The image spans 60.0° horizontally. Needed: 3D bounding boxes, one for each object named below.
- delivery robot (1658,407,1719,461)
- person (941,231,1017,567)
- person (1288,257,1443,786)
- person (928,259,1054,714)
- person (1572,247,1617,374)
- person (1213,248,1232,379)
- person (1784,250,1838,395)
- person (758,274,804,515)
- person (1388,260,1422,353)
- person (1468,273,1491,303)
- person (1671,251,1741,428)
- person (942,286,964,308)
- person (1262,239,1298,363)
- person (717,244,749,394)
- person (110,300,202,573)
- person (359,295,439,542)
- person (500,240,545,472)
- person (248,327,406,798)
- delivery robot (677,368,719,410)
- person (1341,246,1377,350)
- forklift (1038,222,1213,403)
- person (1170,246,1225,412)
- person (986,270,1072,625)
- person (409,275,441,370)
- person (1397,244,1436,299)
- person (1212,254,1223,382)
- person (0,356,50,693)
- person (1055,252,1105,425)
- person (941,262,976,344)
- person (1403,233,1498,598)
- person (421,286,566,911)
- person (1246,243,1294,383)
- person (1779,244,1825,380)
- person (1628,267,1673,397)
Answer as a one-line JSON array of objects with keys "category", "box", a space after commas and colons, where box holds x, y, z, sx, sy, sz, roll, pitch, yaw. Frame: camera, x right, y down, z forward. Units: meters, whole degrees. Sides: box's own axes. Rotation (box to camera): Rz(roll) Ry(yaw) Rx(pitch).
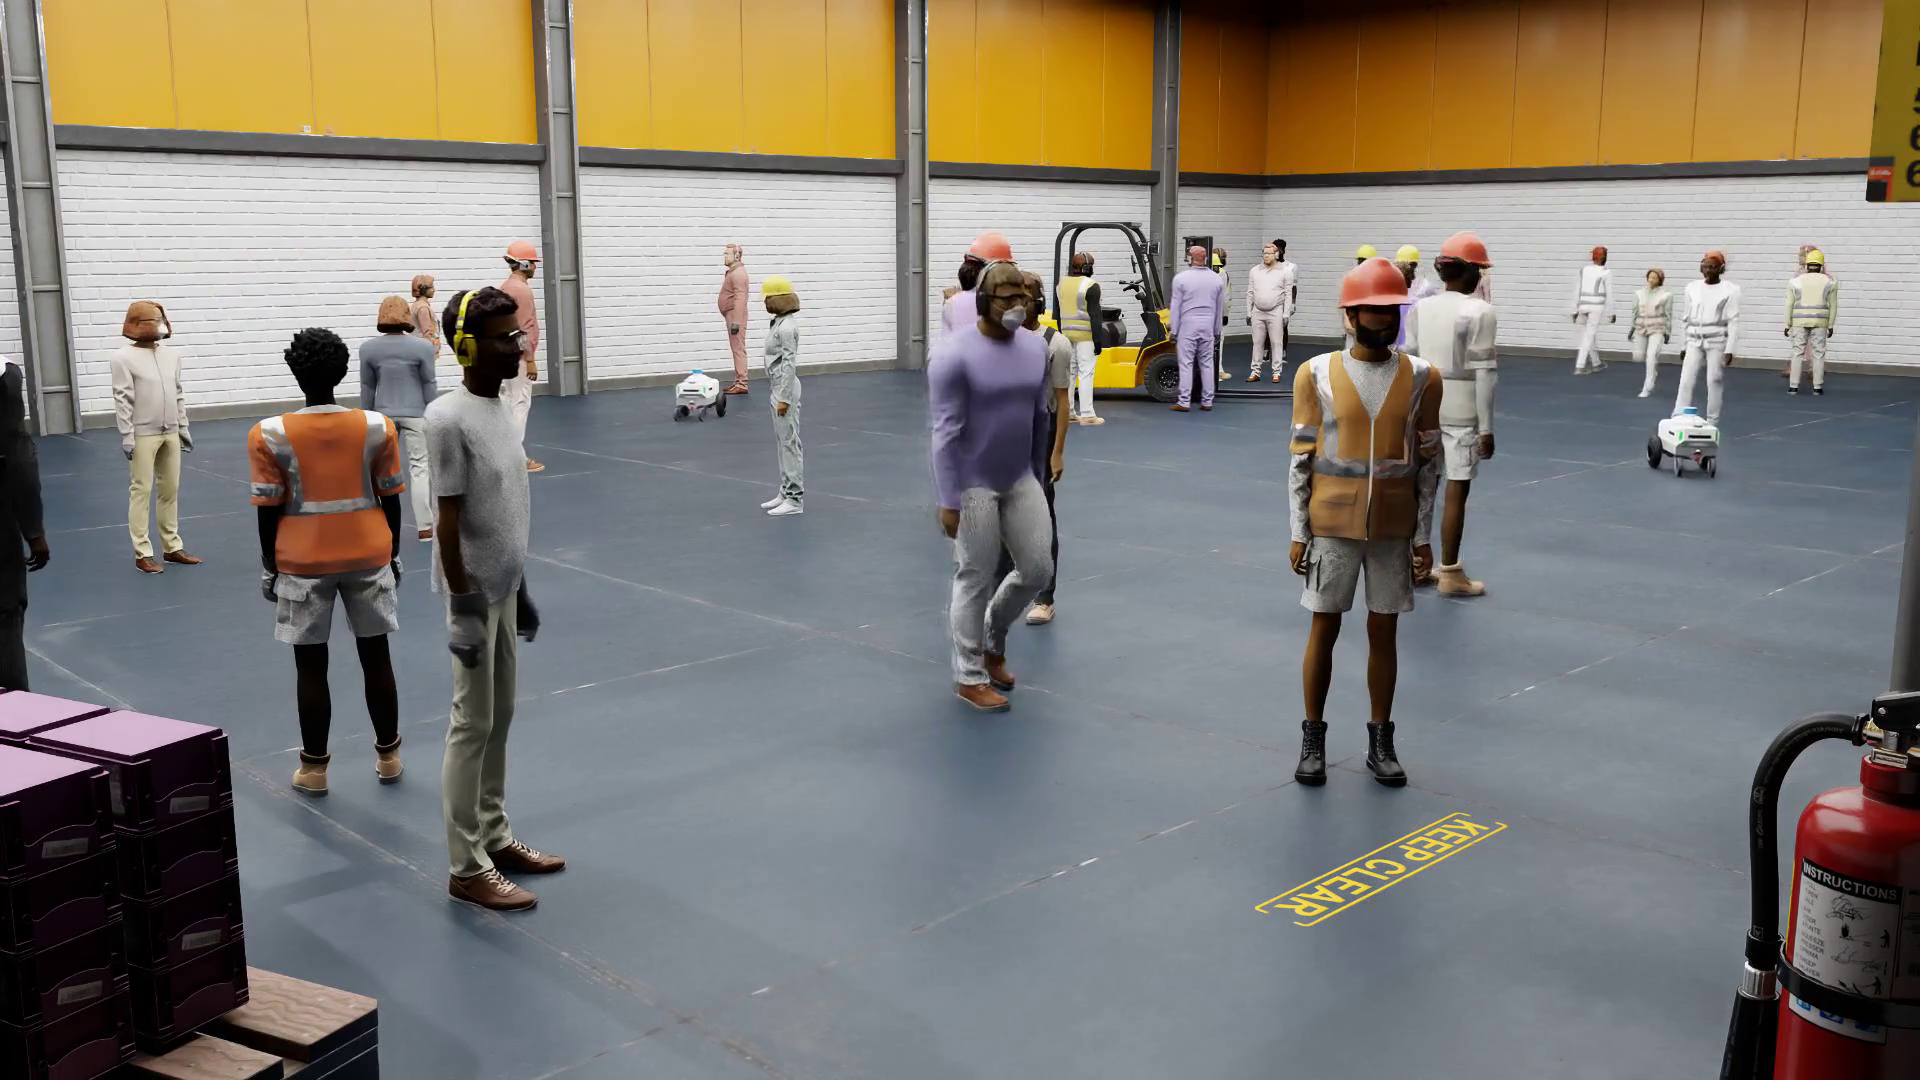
[{"category": "delivery robot", "box": [6.228, -0.895, 14.222, 0.477, 0.478, 0.707, 2, 11, 9]}, {"category": "person", "box": [0.165, -0.829, 10.075, 0.400, 2.037, 0.610, -10, 14, -43]}, {"category": "person", "box": [1.480, -0.055, 6.115, 0.546, 1.942, 0.346, 1, 10, 4]}, {"category": "person", "box": [0.145, -0.216, 7.042, 0.641, 1.921, 0.427, -8, 13, -37]}, {"category": "person", "box": [9.355, -3.354, 24.372, 0.927, 1.836, 0.600, -6, 12, -29]}, {"category": "person", "box": [3.630, -3.207, 23.578, 0.429, 1.840, 0.636, -4, 11, -23]}, {"category": "person", "box": [10.784, -2.751, 21.111, 0.592, 1.834, 0.404, 5, 12, 25]}, {"category": "person", "box": [-1.305, -1.057, 12.122, 0.299, 1.743, 0.486, -3, 11, -13]}, {"category": "person", "box": [3.381, -1.251, 12.978, 0.578, 1.821, 0.698, -5, 12, -25]}, {"category": "person", "box": [7.798, -3.483, 25.280, 0.531, 1.771, 0.302, 7, 13, 34]}, {"category": "person", "box": [7.276, -1.884, 16.302, 0.790, 1.856, 0.608, -9, 13, -39]}, {"category": "person", "box": [-0.036, -1.189, 13.171, 0.502, 1.623, 0.513, -1, 10, -6]}, {"category": "person", "box": [5.043, -3.789, 26.406, 0.603, 1.966, 0.368, 4, 11, 19]}, {"category": "person", "box": [-2.892, -2.820, 21.281, 0.409, 1.909, 0.652, -2, 11, -8]}, {"category": "person", "box": [-4.869, -0.627, 10.067, 0.278, 1.636, 0.501, 4, 11, 20]}, {"category": "person", "box": [-3.698, -0.793, 11.004, 0.508, 1.633, 0.290, 0, 10, -2]}, {"category": "person", "box": [-3.777, -1.581, 14.348, 0.428, 1.982, 0.630, -6, 12, -28]}, {"category": "person", "box": [-2.269, 0.083, 6.022, 0.535, 1.700, 0.318, -6, 12, -31]}, {"category": "delivery robot", "box": [-2.890, -1.649, 18.337, 0.477, 0.478, 0.707, 1, 10, 3]}, {"category": "person", "box": [4.718, -2.460, 19.347, 0.806, 1.890, 0.612, -8, 13, -38]}, {"category": "forklift", "box": [1.935, -2.847, 20.651, 2.313, 2.155, 1.214, 2, 11, 13]}, {"category": "person", "box": [2.712, -2.425, 19.169, 0.645, 1.901, 0.397, -3, 11, -18]}, {"category": "person", "box": [0.329, -0.480, 8.700, 0.508, 1.845, 0.345, 5, 12, 27]}, {"category": "person", "box": [-5.249, -1.781, 16.350, 0.307, 1.639, 0.525, -5, 11, -25]}, {"category": "person", "box": [4.529, -2.036, 16.956, 0.587, 1.928, 0.364, 8, 13, 38]}, {"category": "person", "box": [3.466, -3.079, 23.082, 0.321, 1.769, 0.523, -2, 11, -12]}, {"category": "person", "box": [-3.716, -0.063, 6.217, 0.592, 1.922, 0.392, 1, 10, 4]}, {"category": "person", "box": [1.306, -2.150, 17.811, 0.429, 1.842, 0.635, -8, 13, -37]}, {"category": "person", "box": [0.080, -0.968, 11.289, 0.512, 1.872, 0.330, 10, 14, 44]}, {"category": "person", "box": [2.776, -0.697, 9.378, 0.422, 2.031, 0.625, -6, 12, -31]}, {"category": "person", "box": [-1.425, 0.173, 5.065, 0.330, 1.874, 0.518, 1, 10, 6]}, {"category": "person", "box": [4.232, -3.108, 22.860, 0.641, 1.908, 0.407, 5, 12, 26]}, {"category": "person", "box": [11.882, -3.193, 23.414, 0.669, 1.923, 0.554, -10, 14, -42]}, {"category": "person", "box": [8.710, -2.613, 20.915, 0.551, 1.621, 0.521, -9, 13, -39]}]
